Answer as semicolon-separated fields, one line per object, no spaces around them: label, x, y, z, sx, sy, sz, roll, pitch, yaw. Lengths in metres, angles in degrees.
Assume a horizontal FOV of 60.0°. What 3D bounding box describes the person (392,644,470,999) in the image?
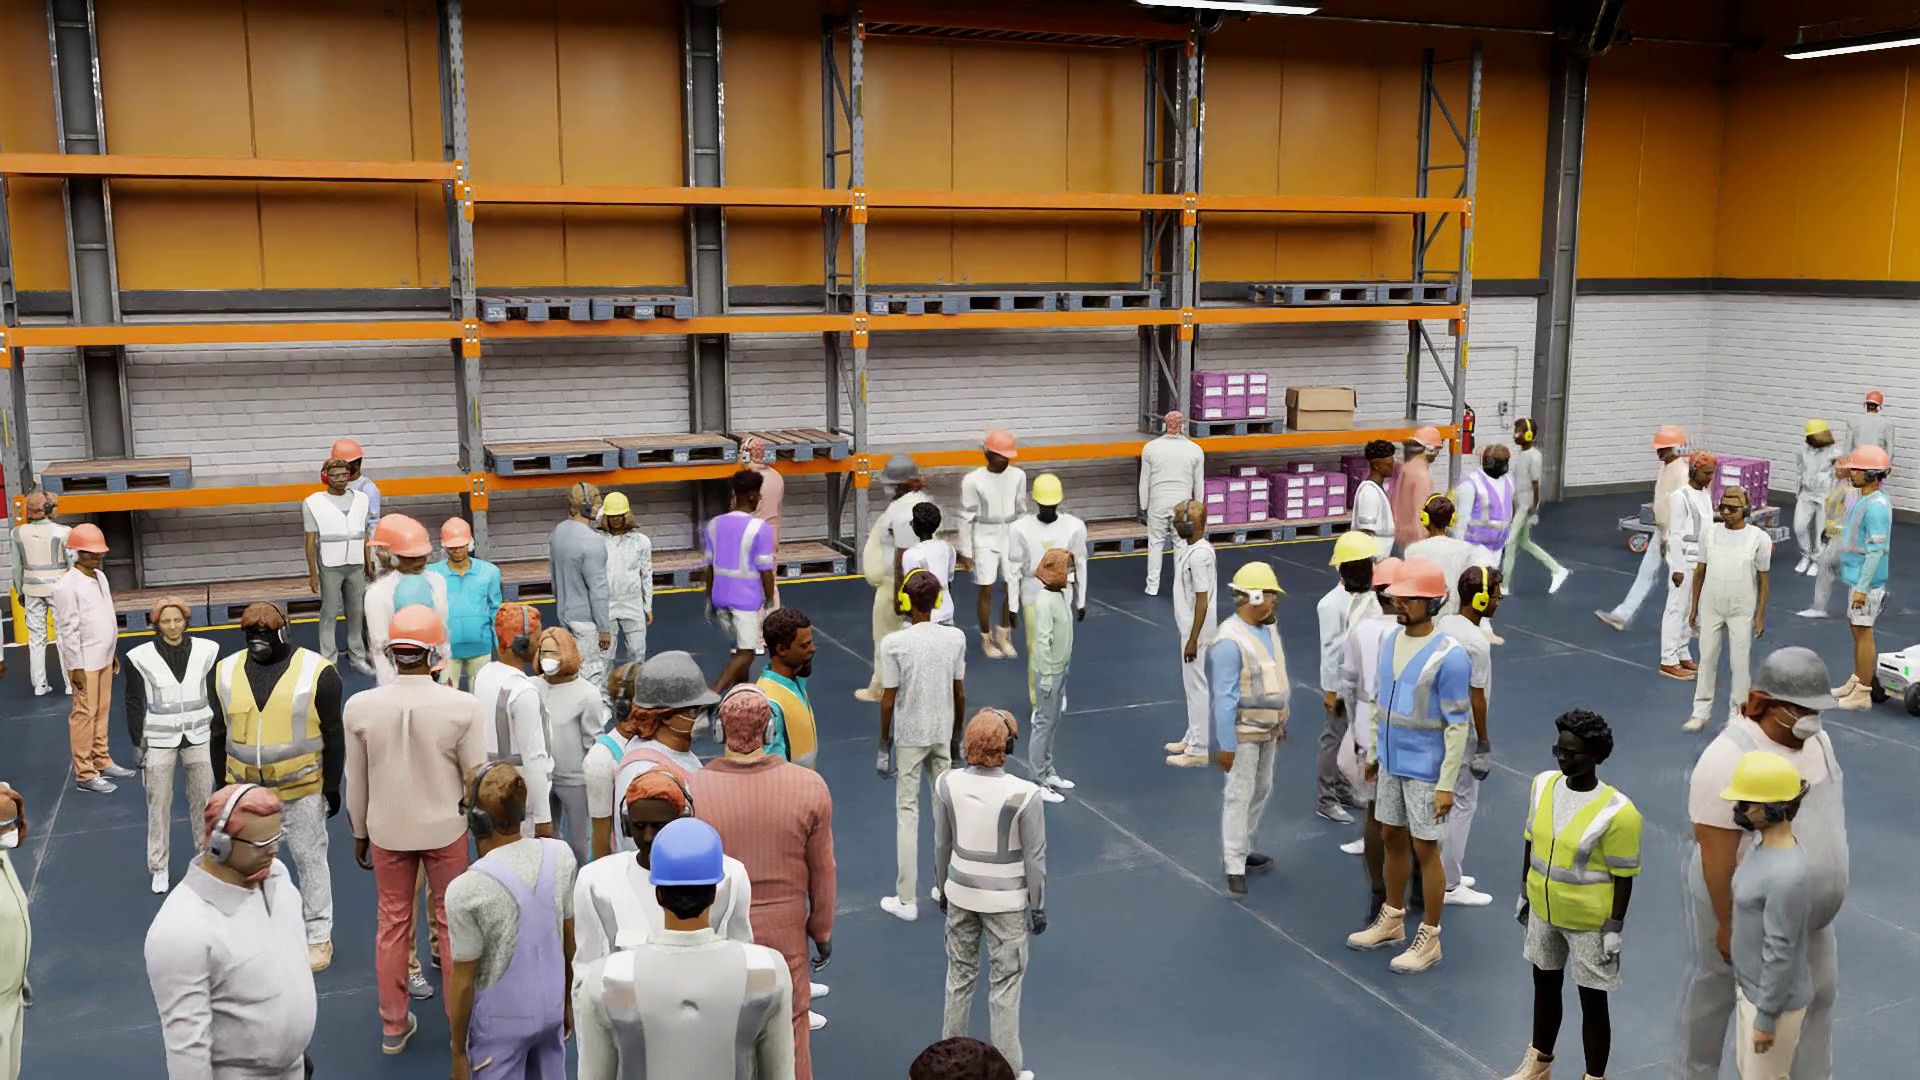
person;-2.527;1.273;7.905;0.333;1.749;0.575;5;11;27

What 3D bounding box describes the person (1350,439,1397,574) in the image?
person;3.429;0.134;13.851;0.374;1.966;0.607;3;10;16

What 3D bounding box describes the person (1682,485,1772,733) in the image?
person;5.536;0.517;11.996;0.519;1.844;0.330;9;13;41

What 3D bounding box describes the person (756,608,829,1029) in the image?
person;-0.805;1.247;7.581;0.393;1.920;0.588;0;10;-1

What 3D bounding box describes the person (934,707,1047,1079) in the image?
person;0.118;1.507;6.926;0.520;1.633;0.315;6;11;31

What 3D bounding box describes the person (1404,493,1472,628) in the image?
person;3.240;0.607;11.409;0.508;1.872;0.329;-2;10;-14

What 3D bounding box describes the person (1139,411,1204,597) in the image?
person;2.144;-0.360;16.914;0.659;1.896;0.401;0;10;1

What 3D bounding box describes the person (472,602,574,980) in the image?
person;-2.078;1.220;7.822;0.339;1.885;0.584;-8;13;-38

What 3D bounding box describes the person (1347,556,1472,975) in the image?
person;2.193;1.086;8.133;0.363;2.047;0.615;-5;11;-25

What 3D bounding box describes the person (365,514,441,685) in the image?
person;-3.235;0.830;9.760;0.395;1.992;0.622;-3;10;-15

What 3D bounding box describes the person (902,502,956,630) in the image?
person;-0.234;0.562;12.160;0.322;1.697;0.535;8;13;38

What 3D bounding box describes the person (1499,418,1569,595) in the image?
person;5.793;-0.329;16.929;0.849;1.834;0.521;1;10;3

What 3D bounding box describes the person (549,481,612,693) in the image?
person;-2.593;0.556;11.500;0.355;1.938;0.637;-8;13;-39

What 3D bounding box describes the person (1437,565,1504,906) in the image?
person;2.708;1.046;8.932;0.337;1.856;0.532;-2;10;-9

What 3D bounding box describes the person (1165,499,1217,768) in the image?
person;1.581;0.632;11.348;0.332;1.839;0.517;1;10;7

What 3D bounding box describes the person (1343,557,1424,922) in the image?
person;2.340;1.046;8.827;0.630;1.885;0.726;7;12;33

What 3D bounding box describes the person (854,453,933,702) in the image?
person;-0.441;0.272;12.847;0.740;2.000;0.694;2;10;10

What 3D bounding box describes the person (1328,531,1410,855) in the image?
person;2.348;0.896;9.647;0.442;1.892;0.637;0;10;2

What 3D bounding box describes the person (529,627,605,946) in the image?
person;-2.030;1.238;8.445;0.500;1.636;0.280;4;11;21

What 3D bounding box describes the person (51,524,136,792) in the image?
person;-5.665;0.758;10.877;0.324;1.750;0.562;-1;10;-4

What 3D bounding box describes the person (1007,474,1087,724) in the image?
person;0.640;0.439;12.301;0.590;1.903;0.514;0;10;2

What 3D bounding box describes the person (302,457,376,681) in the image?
person;-5.082;0.233;13.632;0.380;1.845;0.570;8;13;38

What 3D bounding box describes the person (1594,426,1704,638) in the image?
person;6.382;-0.066;15.087;1.034;1.931;0.633;0;10;-3

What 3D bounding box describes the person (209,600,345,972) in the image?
person;-3.322;1.197;8.090;0.633;1.843;0.429;0;10;-2

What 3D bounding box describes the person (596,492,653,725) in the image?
person;-2.522;0.507;12.345;0.493;1.743;0.295;-2;10;-12

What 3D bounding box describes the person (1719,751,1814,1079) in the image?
person;2.852;1.612;5.952;0.345;1.758;0.532;3;10;18

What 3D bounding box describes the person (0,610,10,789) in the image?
person;-6.380;0.739;10.514;0.596;1.914;0.373;-4;11;-22

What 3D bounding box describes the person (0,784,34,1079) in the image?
person;-3.462;1.666;5.988;0.279;1.633;0.497;-3;10;-18

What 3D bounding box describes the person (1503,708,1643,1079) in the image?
person;2.470;1.507;6.718;0.320;1.697;0.531;-6;11;-30

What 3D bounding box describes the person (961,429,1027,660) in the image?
person;0.317;0.048;14.188;0.660;2.015;0.561;-5;11;-25

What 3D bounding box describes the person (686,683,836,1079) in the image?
person;-0.795;1.477;6.287;0.654;1.906;0.408;-2;10;-14

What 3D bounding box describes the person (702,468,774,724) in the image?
person;-1.670;0.444;12.187;0.629;1.931;0.814;7;12;35

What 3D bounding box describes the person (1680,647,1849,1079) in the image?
person;3.192;1.389;6.408;0.698;2.000;0.808;-4;11;-24

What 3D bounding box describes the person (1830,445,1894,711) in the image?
person;6.887;0.290;12.734;0.378;2.045;0.605;4;11;24

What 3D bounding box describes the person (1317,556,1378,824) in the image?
person;2.411;0.858;10.295;0.330;1.750;0.573;7;12;37

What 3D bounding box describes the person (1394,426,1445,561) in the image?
person;4.043;-0.041;14.873;0.650;1.962;0.639;-1;10;-4

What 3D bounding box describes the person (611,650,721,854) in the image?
person;-1.035;1.407;6.305;0.538;2.000;0.682;-2;10;-11

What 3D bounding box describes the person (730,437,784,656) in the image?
person;-1.799;0.053;14.493;0.406;1.906;0.654;5;11;24

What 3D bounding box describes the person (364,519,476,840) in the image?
person;-3.121;0.854;9.710;0.623;1.977;0.630;6;11;29

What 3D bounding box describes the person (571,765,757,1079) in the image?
person;-0.954;1.644;5.393;0.587;1.882;0.341;-1;10;-6

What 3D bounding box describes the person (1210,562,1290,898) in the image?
person;1.582;1.034;9.127;0.423;1.812;0.655;7;12;37

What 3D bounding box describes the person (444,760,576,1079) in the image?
person;-1.502;1.634;5.599;0.341;1.840;0.504;7;12;36

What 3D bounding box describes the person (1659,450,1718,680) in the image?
person;6.019;0.198;13.716;0.573;1.887;0.354;-10;14;-44

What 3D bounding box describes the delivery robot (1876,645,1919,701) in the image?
delivery robot;7.422;0.979;12.762;0.707;0.478;0.477;-3;10;-14

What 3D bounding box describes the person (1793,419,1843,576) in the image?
person;9.261;-0.457;17.967;0.385;1.708;0.502;-9;13;-41

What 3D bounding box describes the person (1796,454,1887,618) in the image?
person;8.433;-0.024;15.783;0.701;1.606;0.530;4;11;21

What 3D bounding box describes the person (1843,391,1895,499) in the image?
person;11.532;-1.020;21.115;0.570;1.749;0.342;6;12;33

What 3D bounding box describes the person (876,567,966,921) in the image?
person;-0.205;1.071;8.778;0.513;1.862;0.320;-5;11;-28

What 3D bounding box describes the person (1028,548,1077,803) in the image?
person;0.600;0.849;10.691;0.268;1.632;0.507;3;10;17

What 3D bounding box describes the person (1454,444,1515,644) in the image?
person;4.681;0.003;15.108;0.639;1.814;0.784;-6;11;-31

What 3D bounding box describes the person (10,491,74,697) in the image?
person;-7.177;0.429;13.106;0.521;1.636;0.311;0;10;-2

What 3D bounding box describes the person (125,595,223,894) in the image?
person;-4.305;1.108;9.181;0.515;1.641;0.315;-7;12;-36

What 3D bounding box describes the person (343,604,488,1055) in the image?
person;-2.361;1.264;7.300;0.622;1.987;0.406;-1;10;-7

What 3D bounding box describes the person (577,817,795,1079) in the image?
person;-0.766;1.739;4.722;0.617;1.932;0.419;-3;10;-16

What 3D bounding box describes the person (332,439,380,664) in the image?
person;-5.155;0.095;14.181;0.543;1.931;0.371;9;13;41

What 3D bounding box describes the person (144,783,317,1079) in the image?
person;-2.198;1.674;5.177;0.399;1.900;0.644;1;10;6

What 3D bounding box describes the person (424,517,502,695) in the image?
person;-3.336;0.708;11.160;0.572;1.748;0.342;-4;11;-23

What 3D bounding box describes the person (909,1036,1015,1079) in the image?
person;0.017;1.953;3.513;0.392;1.920;0.593;1;10;5
